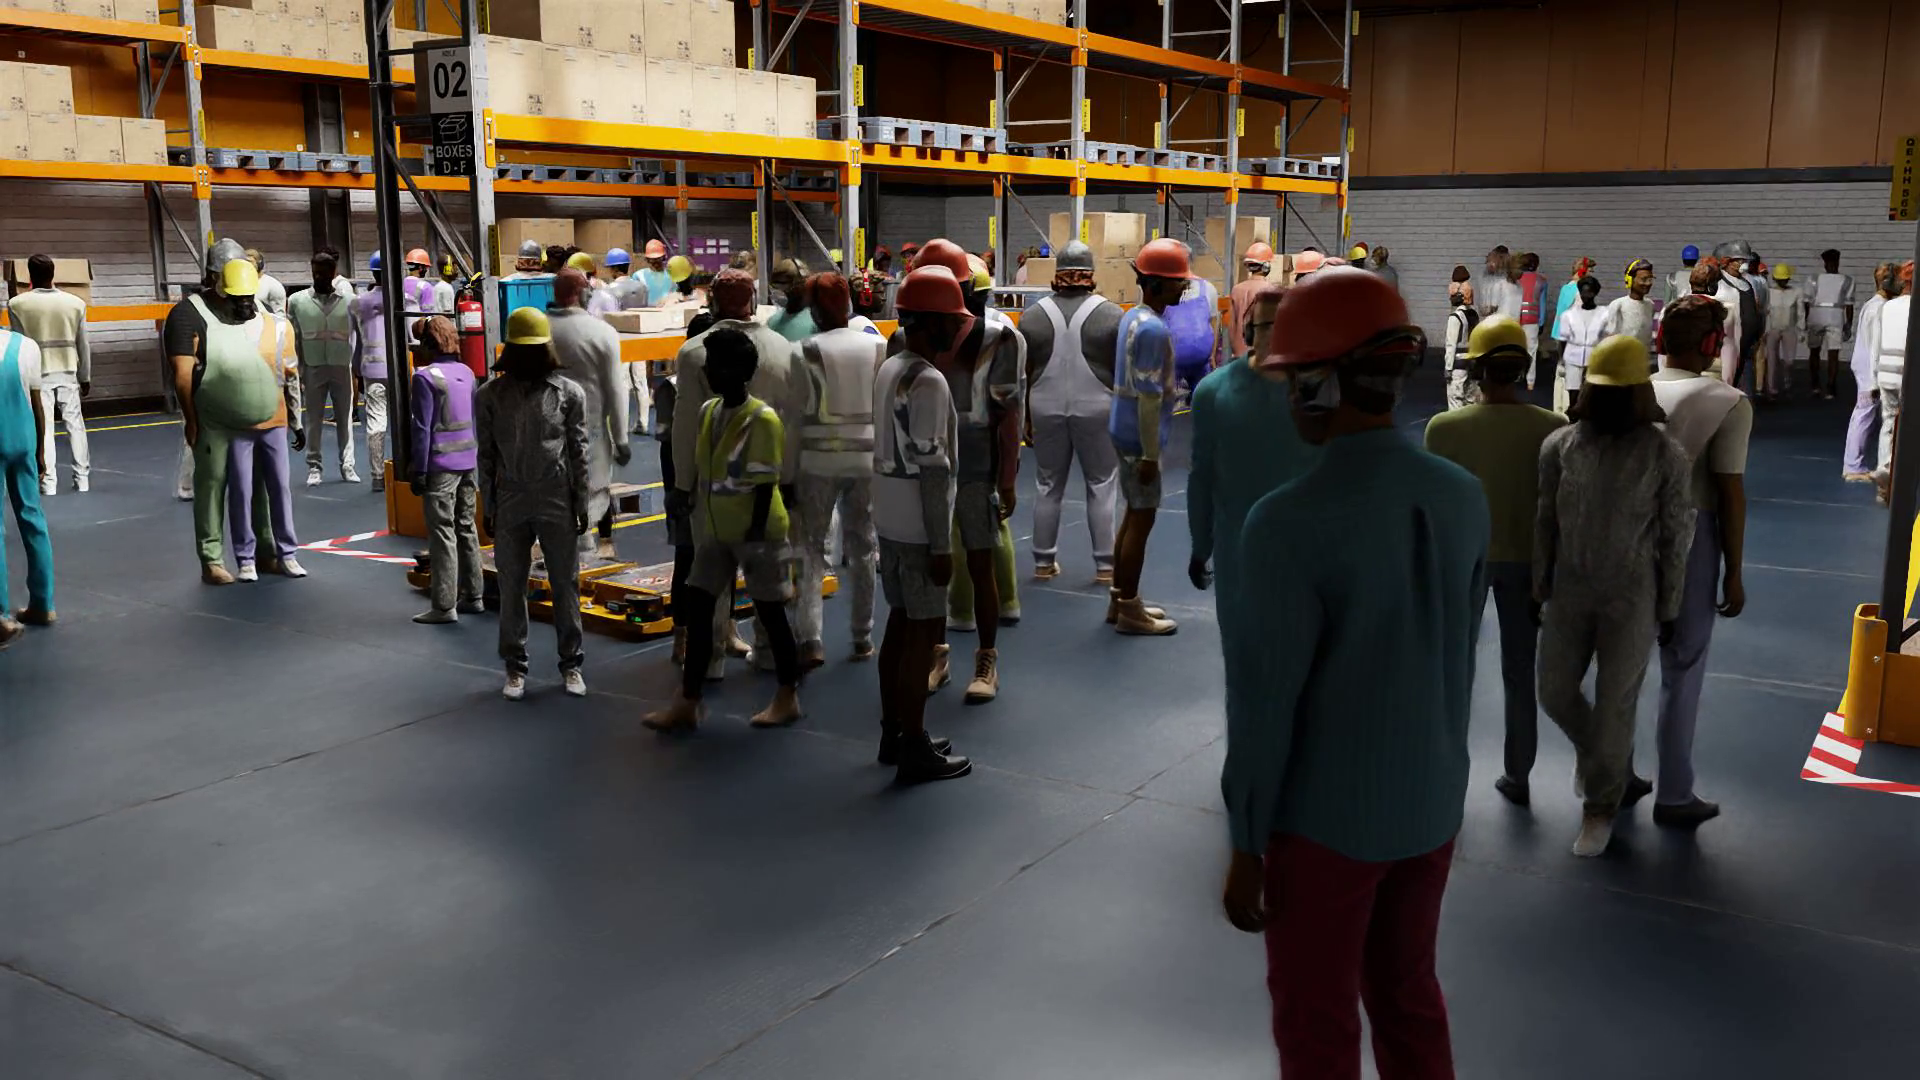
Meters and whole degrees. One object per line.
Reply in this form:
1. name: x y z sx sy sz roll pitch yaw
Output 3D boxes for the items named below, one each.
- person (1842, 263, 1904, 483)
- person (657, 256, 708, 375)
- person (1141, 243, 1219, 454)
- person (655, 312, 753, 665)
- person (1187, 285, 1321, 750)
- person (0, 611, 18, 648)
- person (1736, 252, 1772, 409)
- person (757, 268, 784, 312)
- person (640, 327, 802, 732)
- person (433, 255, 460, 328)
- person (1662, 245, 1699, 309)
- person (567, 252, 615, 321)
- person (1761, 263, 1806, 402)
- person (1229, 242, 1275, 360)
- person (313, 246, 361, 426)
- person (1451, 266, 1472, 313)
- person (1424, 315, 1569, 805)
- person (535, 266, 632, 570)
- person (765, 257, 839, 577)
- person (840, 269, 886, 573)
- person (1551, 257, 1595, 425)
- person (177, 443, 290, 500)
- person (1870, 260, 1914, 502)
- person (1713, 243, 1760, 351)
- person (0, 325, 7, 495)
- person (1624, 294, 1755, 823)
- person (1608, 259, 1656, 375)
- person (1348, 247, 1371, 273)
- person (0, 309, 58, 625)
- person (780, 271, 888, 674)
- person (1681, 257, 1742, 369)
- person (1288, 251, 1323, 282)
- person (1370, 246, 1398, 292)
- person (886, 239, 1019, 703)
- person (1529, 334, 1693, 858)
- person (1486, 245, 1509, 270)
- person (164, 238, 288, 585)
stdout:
1. person: 7.659 -1.393 13.931 0.352 1.837 0.502 4 11 22
2. person: -2.399 -1.601 14.960 0.392 1.883 0.712 9 13 40
3. person: 2.002 -1.631 14.668 0.905 2.000 0.636 -2 10 -8
4. person: -1.209 -0.248 7.977 0.538 1.692 0.320 -8 13 -38
5. person: 1.169 -0.013 6.186 0.650 1.868 0.944 2 10 10
6. person: -4.777 -0.309 7.555 0.510 1.969 0.626 -1 10 -7
7. person: 9.414 -2.488 19.860 0.458 1.891 0.595 1 10 8
8. person: -2.909 -3.361 25.046 0.563 1.752 0.324 4 11 20
9. person: -0.974 -0.014 6.742 0.783 1.664 0.553 -10 14 -43
10. person: -5.570 -2.165 18.204 0.355 1.862 0.531 -6 12 -31
11. person: 9.593 -2.904 21.970 0.605 1.951 0.383 5 11 24
12. person: -3.308 -1.551 14.575 0.606 1.905 0.653 4 11 20
13. person: 10.244 -2.575 20.747 0.567 1.724 0.466 4 11 23
14. person: 2.728 -1.715 15.254 0.375 1.997 0.611 -8 13 -38
15. person: -6.784 -2.213 18.124 0.389 1.957 0.607 -8 13 -38
16. person: 7.657 -3.379 25.484 0.507 1.631 0.276 -10 14 -43
17. person: 1.896 0.080 5.972 0.526 1.760 0.340 0 10 2
18. person: -2.204 -0.605 9.415 0.648 1.881 0.821 5 11 24
19. person: -0.918 -0.655 9.597 0.387 1.931 0.631 -10 14 -43
20. person: -0.598 -0.720 10.159 0.389 1.847 0.567 -4 11 -20
21. person: 6.642 -2.142 18.063 0.398 1.837 0.564 0 10 1
22. person: -5.781 -1.110 13.020 0.532 1.593 0.857 9 14 41
23. person: 7.205 -1.196 12.714 0.491 1.873 0.621 -3 11 -16
24. person: 8.566 -2.375 18.792 1.027 2.000 0.692 -9 14 -41
25. person: -7.766 -1.189 13.058 0.354 1.737 0.577 3 11 16
26. person: 2.468 0.069 5.820 0.388 1.838 0.562 -5 11 -27
27. person: 5.428 -1.328 13.465 0.535 1.868 0.309 -6 12 -29
28. person: 5.487 -3.070 22.962 0.383 1.923 0.590 9 13 40
29. person: -4.964 -0.433 8.585 0.343 1.840 0.503 6 12 32
30. person: -0.519 -0.315 7.833 0.764 1.883 0.569 -4 11 -23
31. person: 7.549 -1.911 16.790 0.579 1.849 0.643 -10 14 -43
32. person: 2.816 -1.356 13.439 0.378 1.932 0.551 3 11 14
33. person: 6.039 -3.238 23.867 0.372 1.936 0.629 -3 11 -15
34. person: -0.049 -0.294 7.309 0.615 2.028 0.409 3 11 17
35. person: 2.171 0.169 5.555 0.497 1.722 0.507 7 13 36
36. person: 8.777 -3.830 27.139 0.372 1.940 0.630 9 14 41
37. person: -4.293 -0.770 9.895 0.536 2.000 0.681 8 13 36
